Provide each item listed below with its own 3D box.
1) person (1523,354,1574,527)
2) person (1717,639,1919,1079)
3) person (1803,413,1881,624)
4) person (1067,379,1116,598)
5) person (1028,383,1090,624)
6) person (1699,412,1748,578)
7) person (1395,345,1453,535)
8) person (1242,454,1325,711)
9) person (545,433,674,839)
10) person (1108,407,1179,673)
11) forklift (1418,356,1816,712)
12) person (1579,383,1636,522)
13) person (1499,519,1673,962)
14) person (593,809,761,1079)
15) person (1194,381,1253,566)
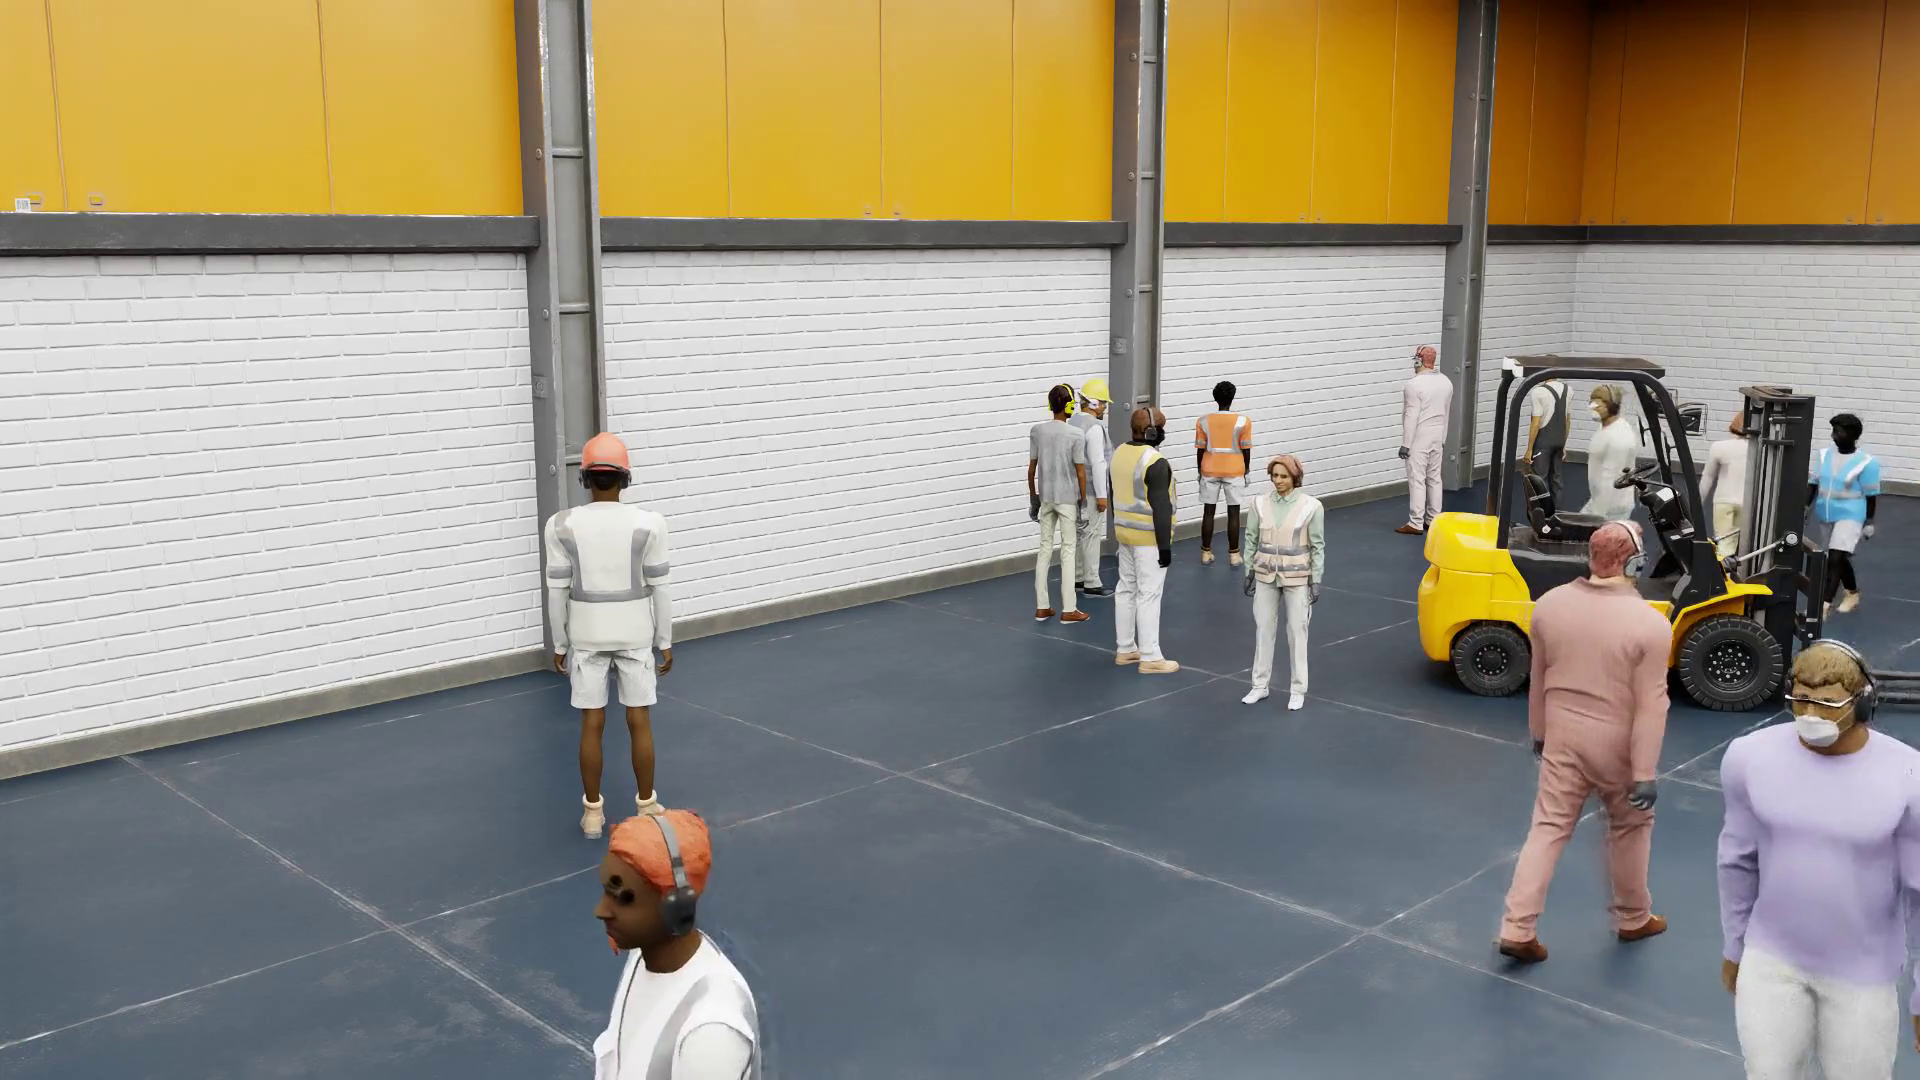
[{"bbox_3d":[5.815,-0.920,16.496,0.506,1.846,0.345,-5,12,-25],"label":"person"},{"bbox_3d":[2.520,1.195,4.793,0.814,1.912,0.665,-9,14,-42],"label":"person"},{"bbox_3d":[6.910,-0.184,13.035,0.882,1.648,0.525,-4,11,-23],"label":"person"},{"bbox_3d":[1.093,-0.433,13.904,0.403,1.822,0.589,-4,11,-19],"label":"person"},{"bbox_3d":[0.771,-0.284,12.962,0.533,1.868,0.310,7,12,33],"label":"person"},{"bbox_3d":[6.355,-0.279,13.663,0.563,1.602,0.559,4,11,20],"label":"person"},{"bbox_3d":[4.658,-1.007,16.804,0.652,1.906,0.402,-8,13,-36],"label":"person"},{"bbox_3d":[2.054,0.266,10.598,0.523,1.636,0.309,6,12,30],"label":"person"},{"bbox_3d":[-1.737,0.482,8.316,0.612,2.041,0.380,-1,10,-6],"label":"person"},{"bbox_3d":[1.283,-0.003,11.505,0.429,1.843,0.630,-5,12,-27],"label":"person"},{"bbox_3d":[4.276,-0.101,11.076,2.313,2.155,1.214,2,11,13],"label":"forklift"},{"bbox_3d":[4.827,-0.220,12.504,0.436,1.915,0.626,1,10,7],"label":"person"},{"bbox_3d":[2.626,0.835,6.897,0.971,1.866,0.654,-8,13,-36],"label":"person"},{"bbox_3d":[-0.606,1.462,3.440,0.412,1.868,0.580,-6,12,-29],"label":"person"},{"bbox_3d":[2.402,-0.604,15.204,0.534,1.695,0.319,4,11,22],"label":"person"}]
